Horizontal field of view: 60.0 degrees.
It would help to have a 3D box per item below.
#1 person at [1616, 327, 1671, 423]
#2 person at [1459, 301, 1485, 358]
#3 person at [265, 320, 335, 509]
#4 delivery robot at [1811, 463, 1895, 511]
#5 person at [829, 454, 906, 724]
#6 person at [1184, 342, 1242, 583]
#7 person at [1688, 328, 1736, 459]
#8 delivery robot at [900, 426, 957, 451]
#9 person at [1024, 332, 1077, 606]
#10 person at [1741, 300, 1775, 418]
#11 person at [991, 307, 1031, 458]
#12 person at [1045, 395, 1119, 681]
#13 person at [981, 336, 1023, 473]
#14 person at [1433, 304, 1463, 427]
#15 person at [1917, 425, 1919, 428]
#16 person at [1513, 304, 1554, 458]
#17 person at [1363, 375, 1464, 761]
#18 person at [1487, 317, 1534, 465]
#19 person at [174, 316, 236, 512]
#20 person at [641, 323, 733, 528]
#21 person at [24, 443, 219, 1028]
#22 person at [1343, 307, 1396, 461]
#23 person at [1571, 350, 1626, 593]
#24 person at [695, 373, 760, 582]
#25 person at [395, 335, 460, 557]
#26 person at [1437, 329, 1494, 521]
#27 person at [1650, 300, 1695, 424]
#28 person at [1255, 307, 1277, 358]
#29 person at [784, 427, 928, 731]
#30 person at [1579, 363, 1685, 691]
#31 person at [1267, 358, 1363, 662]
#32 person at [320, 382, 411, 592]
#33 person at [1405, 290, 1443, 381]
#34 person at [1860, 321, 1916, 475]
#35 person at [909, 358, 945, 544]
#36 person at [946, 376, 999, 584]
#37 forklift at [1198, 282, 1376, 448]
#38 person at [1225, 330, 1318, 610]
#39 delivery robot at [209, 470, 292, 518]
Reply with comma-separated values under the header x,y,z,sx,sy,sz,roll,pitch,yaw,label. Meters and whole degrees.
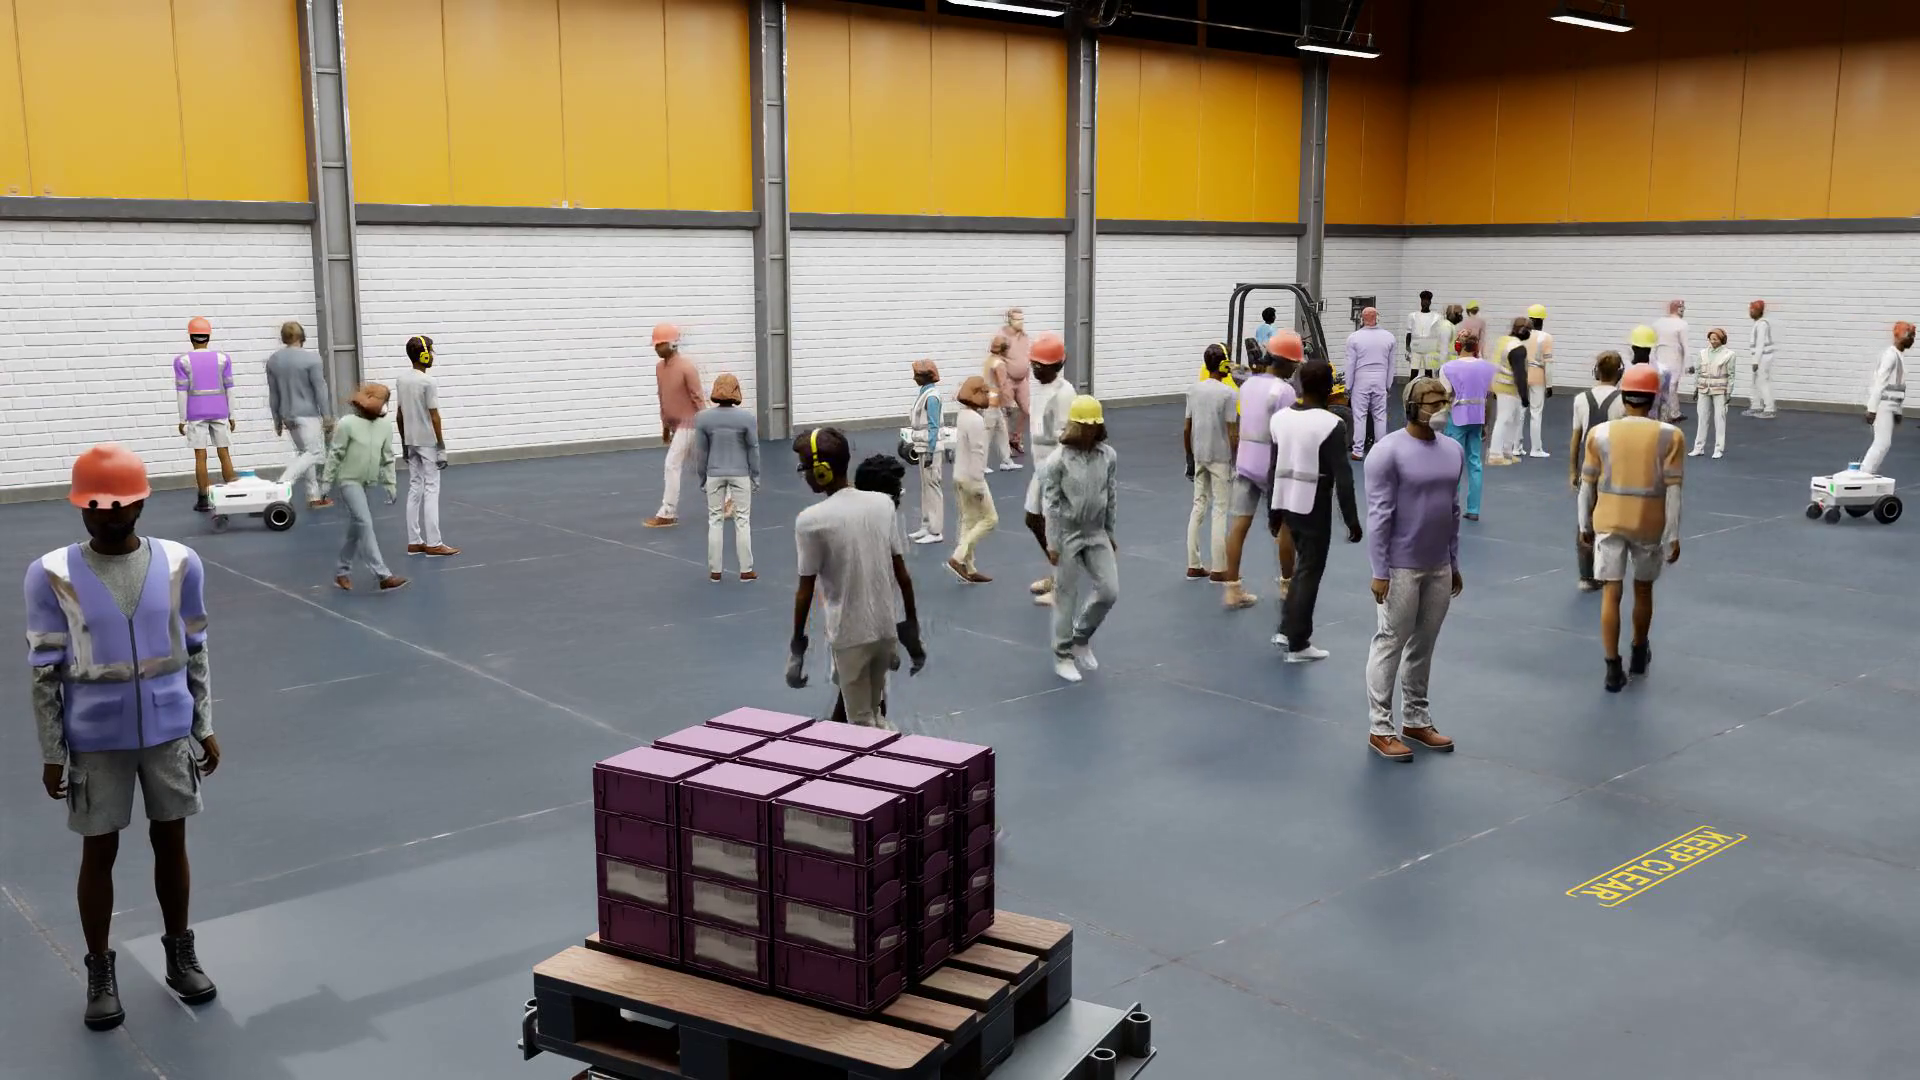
x,y,z,sx,sy,sz,roll,pitch,yaw,label
6.298,-1.040,15.497,0.615,1.871,0.976,2,10,10,person
9.305,-3.482,30.221,0.527,1.729,0.857,-3,10,-16,person
-6.576,-1.210,16.422,0.642,1.911,0.805,4,11,23,person
8.527,-0.492,15.891,0.707,0.478,0.477,-2,10,-9,delivery robot
-0.460,0.424,7.583,0.363,1.667,0.702,-3,10,-16,person
1.970,-0.600,12.956,0.319,1.870,0.521,-9,13,-41,person
9.475,-1.846,20.928,0.308,1.638,0.511,-8,12,-38,person
-0.364,-1.268,20.435,0.707,0.478,0.477,-2,10,-12,delivery robot
0.668,-0.507,12.040,0.538,2.001,0.663,-4,10,-20,person
12.537,-2.820,25.996,0.584,1.846,0.595,2,10,13,person
0.669,-1.973,20.947,0.662,1.893,0.436,-8,12,-38,person
0.731,-0.008,9.908,0.511,1.722,0.415,-5,11,-26,person
0.471,-1.574,19.386,0.703,1.606,0.526,-2,10,-12,person
7.224,-2.567,24.589,0.449,1.825,0.640,4,10,20,person
14.409,-2.589,24.491,0.654,1.906,0.406,-8,13,-39,person
7.215,-2.001,20.984,0.370,1.929,0.585,-8,12,-38,person
2.312,0.137,8.435,0.631,1.940,0.372,-6,12,-33,person
6.679,-1.783,20.064,0.584,1.808,0.652,1,10,4,person
-7.490,-1.245,16.528,0.542,1.939,0.365,-7,12,-34,person
-2.534,-1.098,15.735,1.012,1.934,0.623,-7,12,-34,person
-2.750,0.637,5.519,0.551,1.933,0.364,-8,12,-38,person
5.056,-1.928,20.634,0.643,1.905,0.400,-1,10,-8,person
4.860,-0.510,12.542,0.502,1.828,0.536,-9,14,-44,person
-1.801,-0.481,12.945,0.500,1.633,0.280,0,10,3,person
-4.528,-0.791,14.070,0.531,1.870,0.317,6,12,33,person
4.807,-1.086,15.866,0.566,1.846,0.389,-3,10,-17,person
10.855,-2.681,25.130,0.872,1.874,0.661,-3,10,-17,person
5.058,-2.974,27.359,0.316,1.696,0.540,-4,11,-23,person
-0.424,0.434,7.025,0.558,1.823,0.525,-9,13,-43,person
3.999,-0.101,9.927,0.575,1.900,0.903,4,11,24,person
2.208,-0.176,10.372,0.506,1.903,0.603,-5,11,-27,person
-4.468,-0.388,12.518,0.812,1.581,0.562,5,11,26,person
7.748,-3.188,27.817,0.604,1.967,0.367,4,11,23,person
9.812,-1.390,17.632,0.423,1.848,0.647,7,12,36,person
-0.285,-0.788,14.726,0.309,1.640,0.513,-2,10,-10,person
0.110,-0.449,12.771,0.350,1.619,0.530,-2,10,-14,person
4.328,-2.346,22.227,2.313,2.155,1.214,3,10,16,forklift
2.257,-0.498,11.962,0.867,1.999,0.653,-6,11,-30,person
-6.574,-0.409,15.405,0.707,0.478,0.477,-4,11,-23,delivery robot
